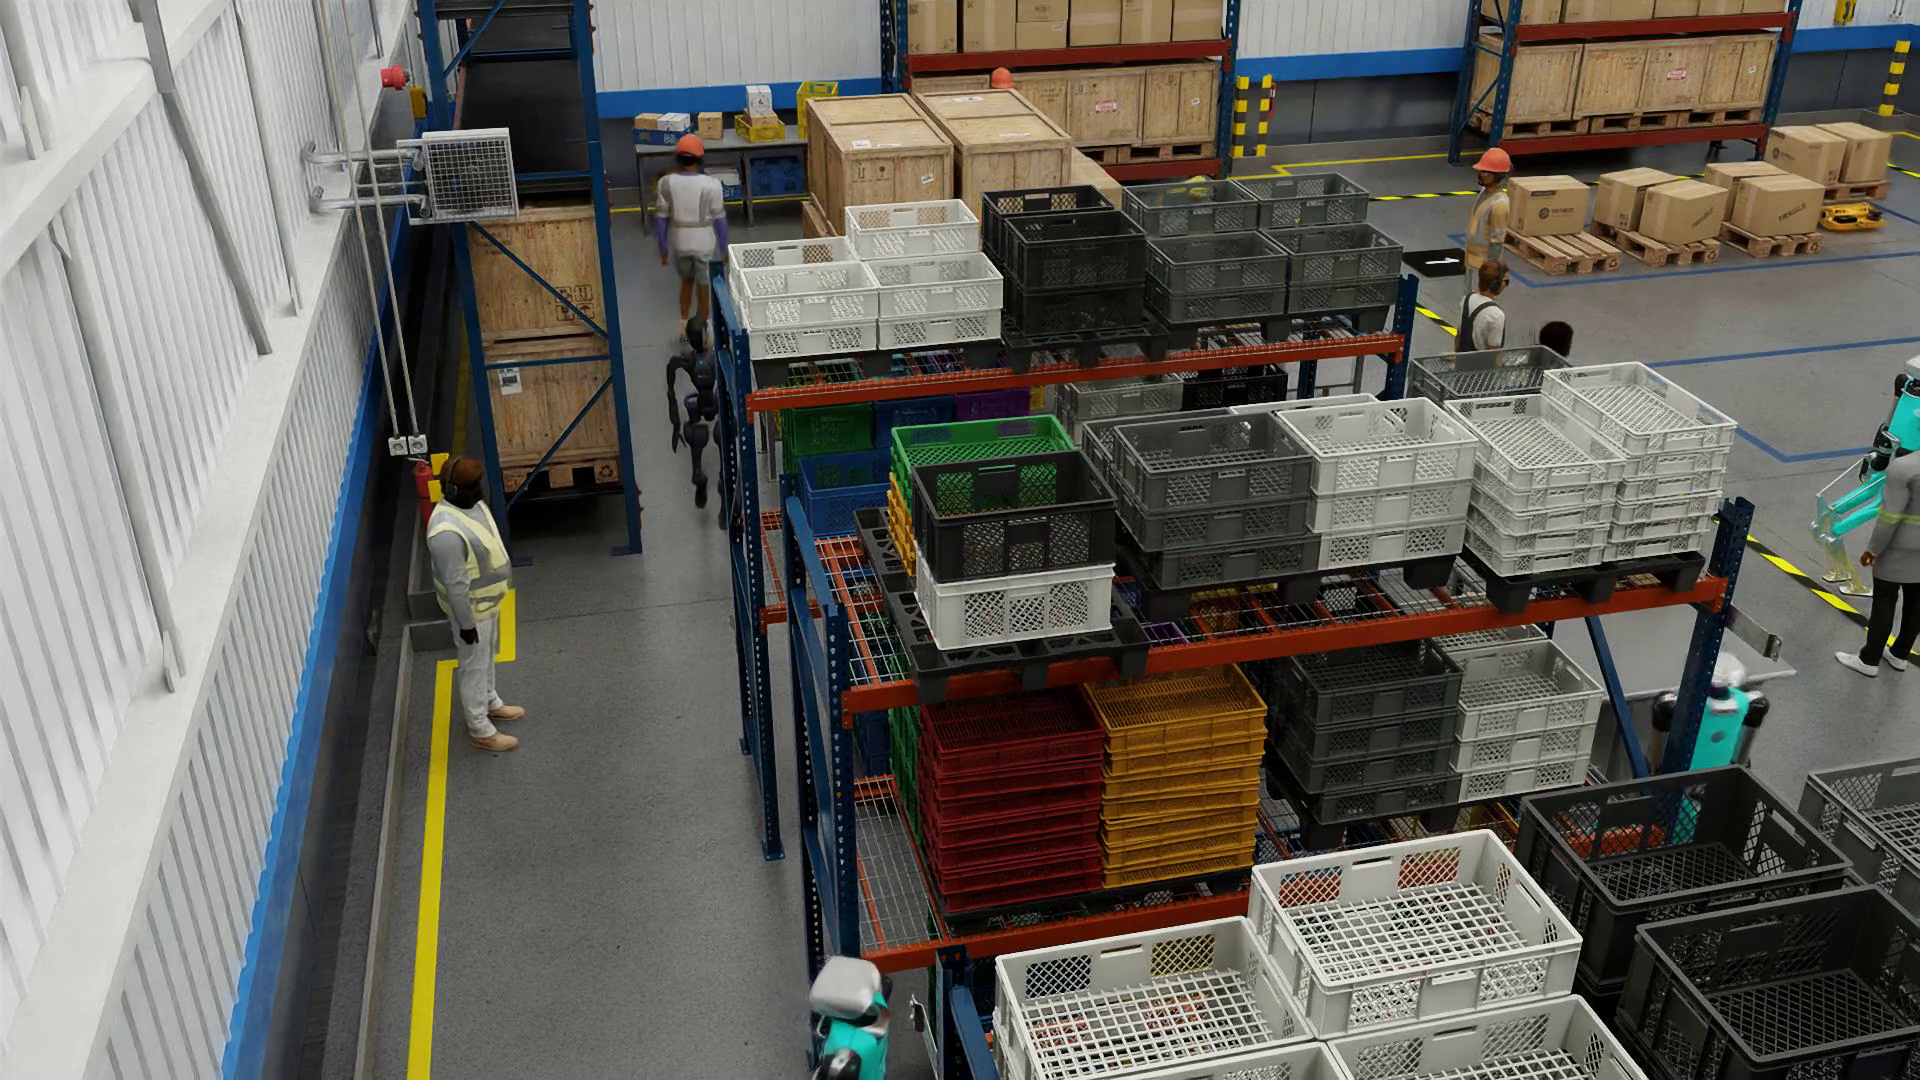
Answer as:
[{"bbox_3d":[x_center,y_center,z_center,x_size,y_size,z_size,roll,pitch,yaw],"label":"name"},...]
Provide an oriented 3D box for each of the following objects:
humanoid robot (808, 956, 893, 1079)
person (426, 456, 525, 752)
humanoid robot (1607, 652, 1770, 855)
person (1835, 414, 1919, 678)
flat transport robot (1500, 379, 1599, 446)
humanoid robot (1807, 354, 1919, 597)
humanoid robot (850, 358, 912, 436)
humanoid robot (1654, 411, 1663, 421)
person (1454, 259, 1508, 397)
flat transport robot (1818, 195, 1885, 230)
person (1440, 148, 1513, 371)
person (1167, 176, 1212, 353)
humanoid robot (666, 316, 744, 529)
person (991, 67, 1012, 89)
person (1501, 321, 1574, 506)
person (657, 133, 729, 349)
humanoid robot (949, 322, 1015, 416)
[{"bbox_3d":[-0.708,2.243,6.236,0.944,1.775,0.543,7,29,12],"label":"humanoid robot"},{"bbox_3d":[-2.812,0.354,9.691,0.431,1.840,0.623,-1,28,-3],"label":"person"},{"bbox_3d":[3.427,1.253,8.158,0.538,1.833,0.687,-3,28,-5],"label":"humanoid robot"},{"bbox_3d":[5.889,-0.002,10.356,0.588,1.850,0.396,-6,28,-11],"label":"person"},{"bbox_3d":[4.780,-1.036,14.013,0.659,0.231,1.431,-6,28,-12],"label":"flat transport robot"},{"bbox_3d":[6.054,-0.421,11.123,0.735,1.680,0.533,-1,28,-3],"label":"humanoid robot"},{"bbox_3d":[-0.434,-0.850,12.184,0.734,1.873,0.537,10,29,18],"label":"humanoid robot"},{"bbox_3d":[4.380,-0.068,10.687,0.603,1.650,0.429,-22,35,-36],"label":"humanoid robot"},{"bbox_3d":[3.962,-1.256,12.741,0.346,1.844,0.507,-10,29,-18],"label":"person"},{"bbox_3d":[10.075,-3.951,19.514,0.652,0.197,1.431,-6,28,-12],"label":"flat transport robot"},{"bbox_3d":[4.637,-2.484,14.855,0.362,2.048,0.610,1,28,1],"label":"person"},{"bbox_3d":[2.055,-2.415,15.032,0.535,1.747,0.404,24,36,37],"label":"person"},{"bbox_3d":[-1.833,-0.900,12.246,0.608,1.645,0.434,-4,28,-8],"label":"humanoid robot"},{"bbox_3d":[0.450,-4.202,18.230,0.550,1.934,0.372,-4,28,-8],"label":"person"},{"bbox_3d":[4.047,-0.616,11.494,0.949,1.876,0.607,-4,28,-7],"label":"person"},{"bbox_3d":[-2.444,-2.721,15.332,0.623,2.021,0.487,5,28,10],"label":"person"},{"bbox_3d":[0.163,-1.223,12.647,0.533,1.677,0.735,2,28,3],"label":"humanoid robot"}]
